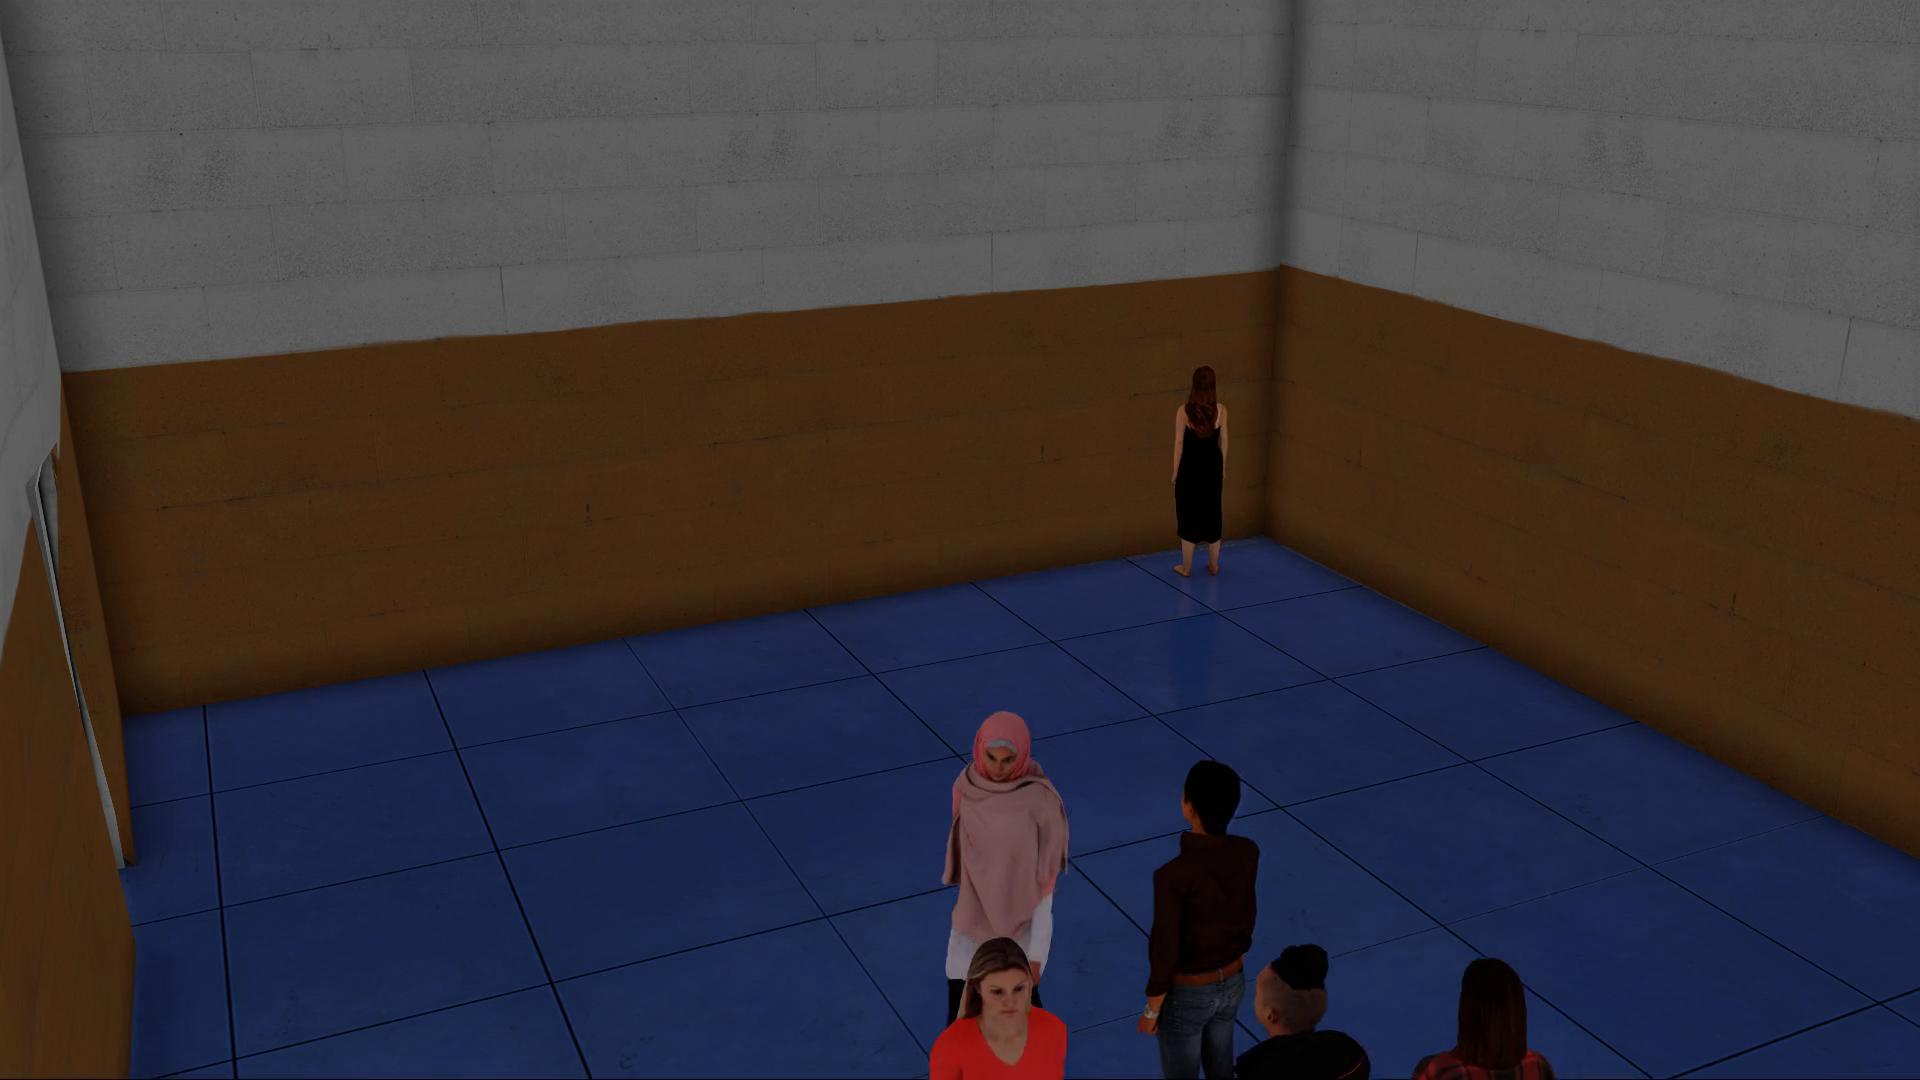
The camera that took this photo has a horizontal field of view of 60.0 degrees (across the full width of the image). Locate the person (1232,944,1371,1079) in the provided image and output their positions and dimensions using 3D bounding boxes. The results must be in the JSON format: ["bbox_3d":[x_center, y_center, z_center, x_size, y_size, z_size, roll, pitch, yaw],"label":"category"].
[{"bbox_3d":[0.977,2.001,4.702,1.165,1.821,0.983,-13,23,-35],"label":"person"}]

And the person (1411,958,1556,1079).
[{"bbox_3d":[1.527,2.009,4.920,0.638,1.688,0.818,-4,19,-11],"label":"person"}]

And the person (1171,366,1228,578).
[{"bbox_3d":[1.804,-0.513,12.501,0.596,1.625,0.700,-2,19,-6],"label":"person"}]

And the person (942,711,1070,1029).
[{"bbox_3d":[0.212,1.456,6.436,1.058,1.768,1.138,8,20,21],"label":"person"}]

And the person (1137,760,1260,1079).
[{"bbox_3d":[0.866,1.613,5.953,0.516,1.780,0.751,-13,23,-33],"label":"person"}]

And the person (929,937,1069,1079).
[{"bbox_3d":[0.095,1.951,5.119,1.042,1.671,0.776,-5,19,-15],"label":"person"}]
